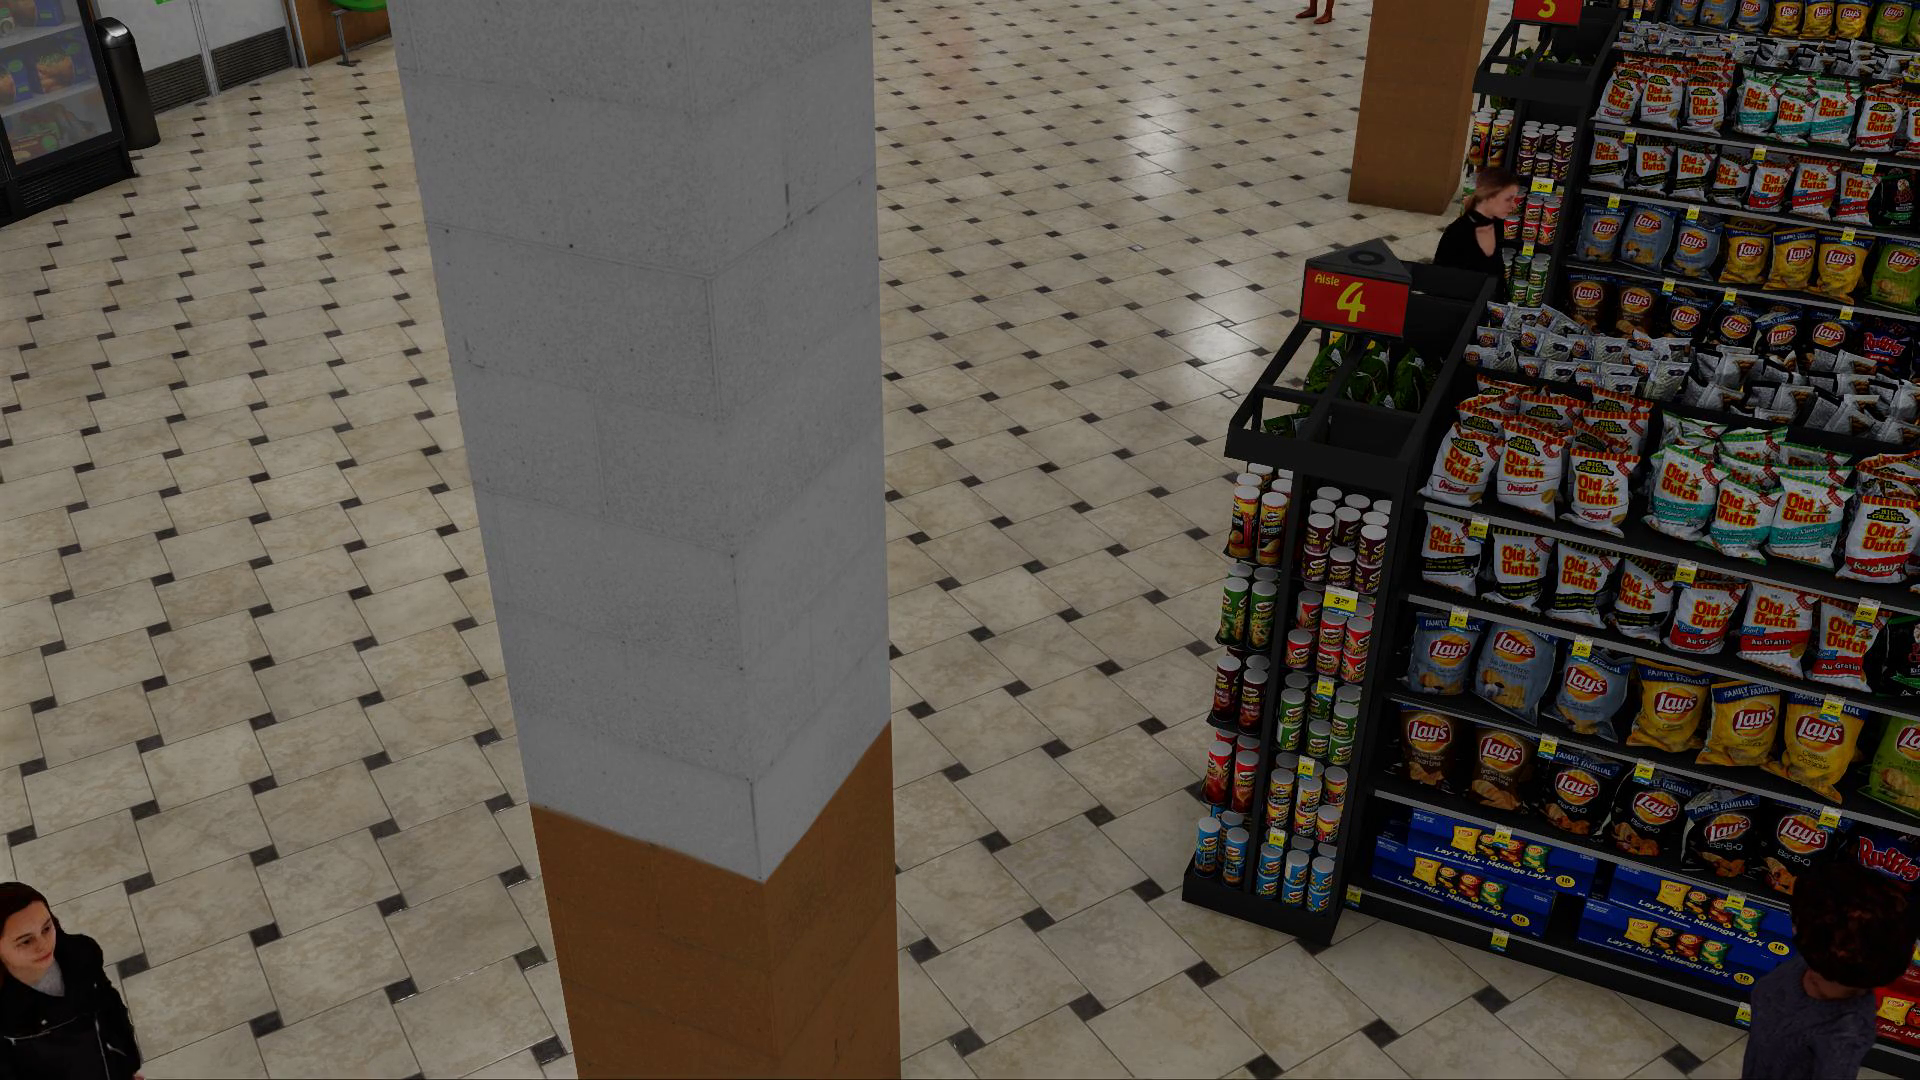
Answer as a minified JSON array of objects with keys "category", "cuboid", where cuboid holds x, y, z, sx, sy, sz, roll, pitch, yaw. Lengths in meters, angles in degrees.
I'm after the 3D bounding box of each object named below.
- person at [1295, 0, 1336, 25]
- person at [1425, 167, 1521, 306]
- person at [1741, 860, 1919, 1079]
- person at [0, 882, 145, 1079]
[{"category":"person","cuboid":[3.590,-5.916,16.248,0.784,1.643,0.668,-18,36,-26]},{"category":"person","cuboid":[2.402,-1.051,8.355,0.870,1.721,1.203,-24,39,-34]},{"category":"person","cuboid":[2.103,1.508,4.252,0.551,1.712,0.611,9,33,15]},{"category":"person","cuboid":[-2.448,1.488,4.511,0.762,1.472,0.595,17,36,25]}]
